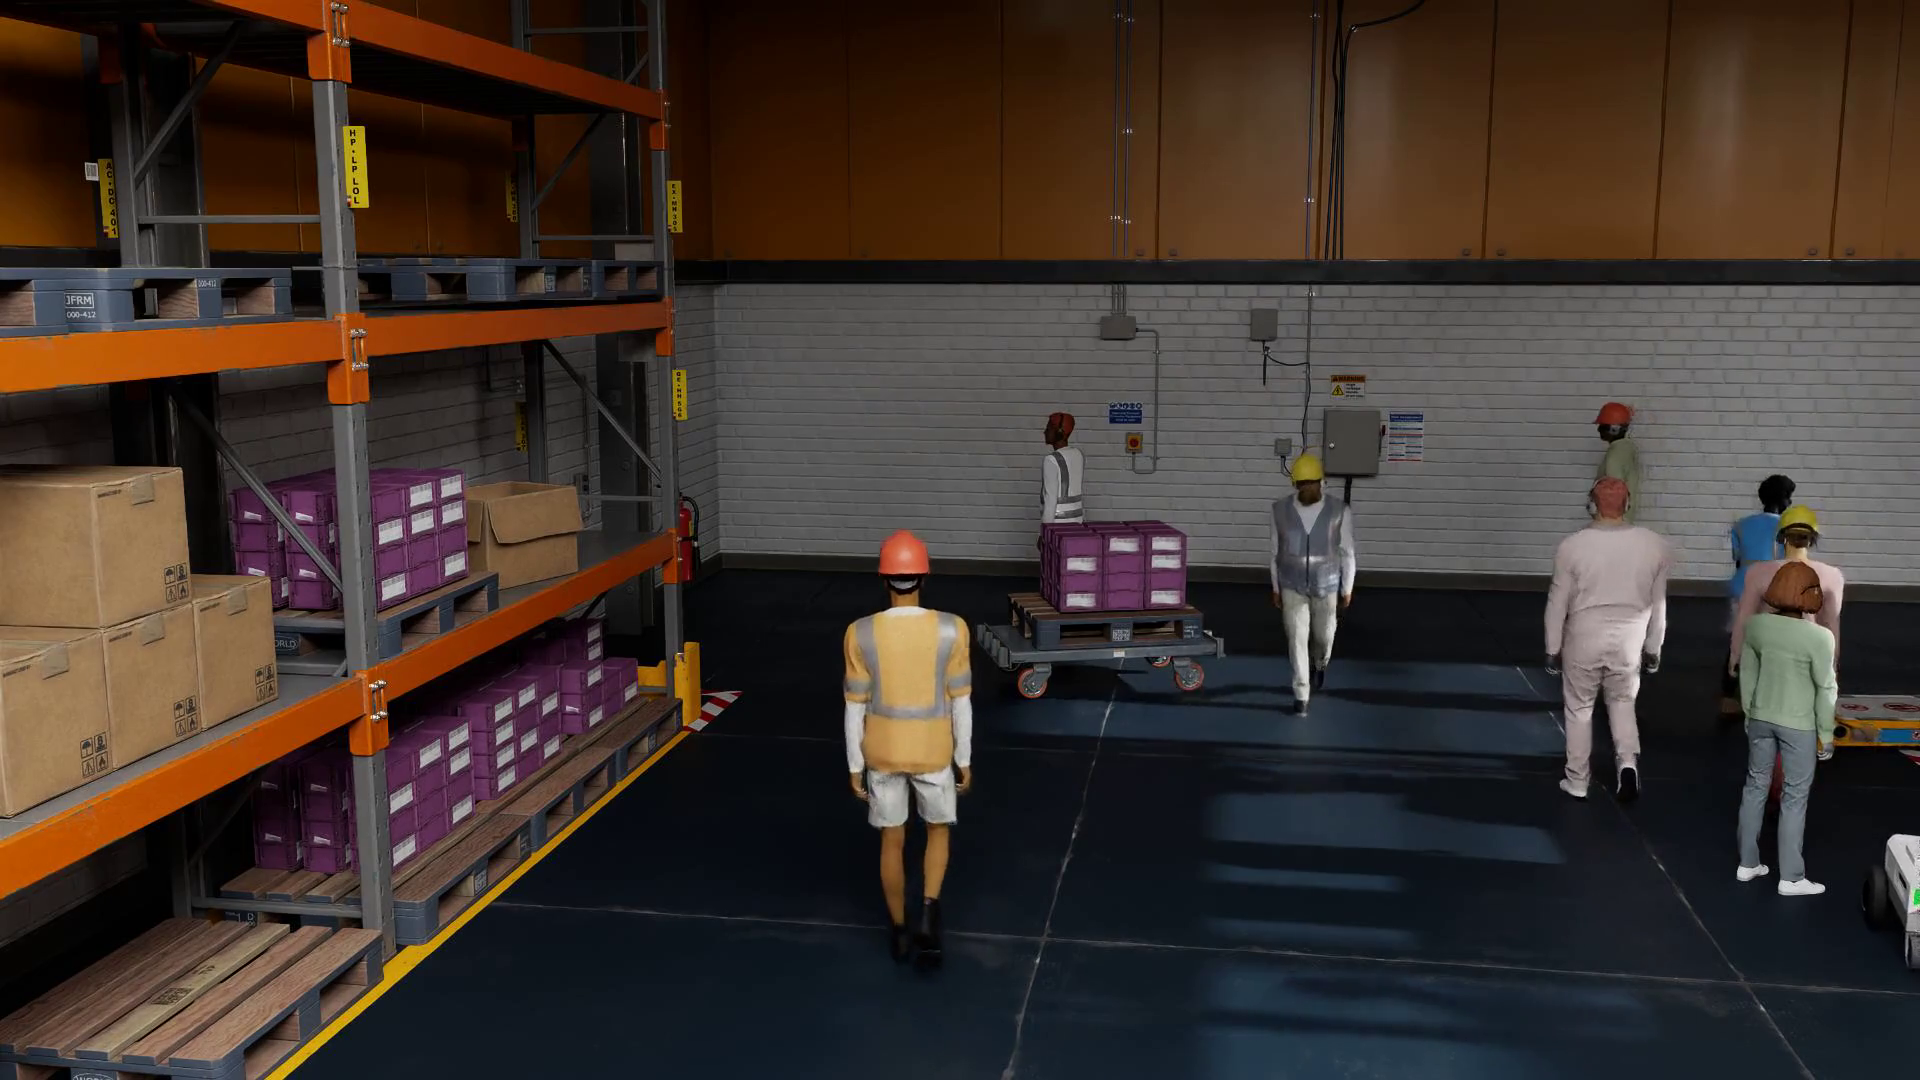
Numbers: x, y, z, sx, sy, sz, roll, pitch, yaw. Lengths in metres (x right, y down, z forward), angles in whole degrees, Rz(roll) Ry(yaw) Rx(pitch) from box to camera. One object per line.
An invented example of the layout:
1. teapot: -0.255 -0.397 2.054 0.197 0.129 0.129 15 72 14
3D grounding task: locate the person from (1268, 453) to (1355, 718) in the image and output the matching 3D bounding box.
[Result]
1. person: 2.436 0.274 11.552 0.589 1.806 0.770 2 9 14

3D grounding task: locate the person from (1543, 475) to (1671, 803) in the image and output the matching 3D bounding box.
1. person: 3.621 0.580 9.364 0.668 1.886 0.555 1 9 4

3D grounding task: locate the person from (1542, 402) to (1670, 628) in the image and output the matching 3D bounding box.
1. person: 5.471 -0.180 13.890 0.975 1.958 0.621 7 12 39

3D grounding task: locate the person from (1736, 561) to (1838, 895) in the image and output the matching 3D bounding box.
1. person: 4.034 0.911 8.124 0.285 1.636 0.500 -5 10 -27

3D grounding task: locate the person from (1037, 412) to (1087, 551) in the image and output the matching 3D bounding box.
1. person: 0.818 -0.105 13.624 0.352 1.884 0.579 6 11 31

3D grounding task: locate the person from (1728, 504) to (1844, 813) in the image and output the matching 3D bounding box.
1. person: 4.676 0.663 9.411 0.549 1.728 0.874 2 9 13

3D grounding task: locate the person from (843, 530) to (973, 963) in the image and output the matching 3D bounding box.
1. person: -0.225 0.920 7.168 0.560 1.927 0.521 0 9 -1

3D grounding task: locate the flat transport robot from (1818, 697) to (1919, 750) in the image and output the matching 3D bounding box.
1. flat transport robot: 5.983 1.171 10.716 1.431 0.197 0.652 0 9 2

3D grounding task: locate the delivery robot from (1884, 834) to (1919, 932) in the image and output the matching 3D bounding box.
1. delivery robot: 4.351 1.523 7.386 0.477 0.478 0.707 3 10 20

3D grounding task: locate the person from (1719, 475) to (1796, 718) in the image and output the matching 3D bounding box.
1. person: 5.527 0.378 11.354 0.861 1.641 0.547 -6 11 -32
